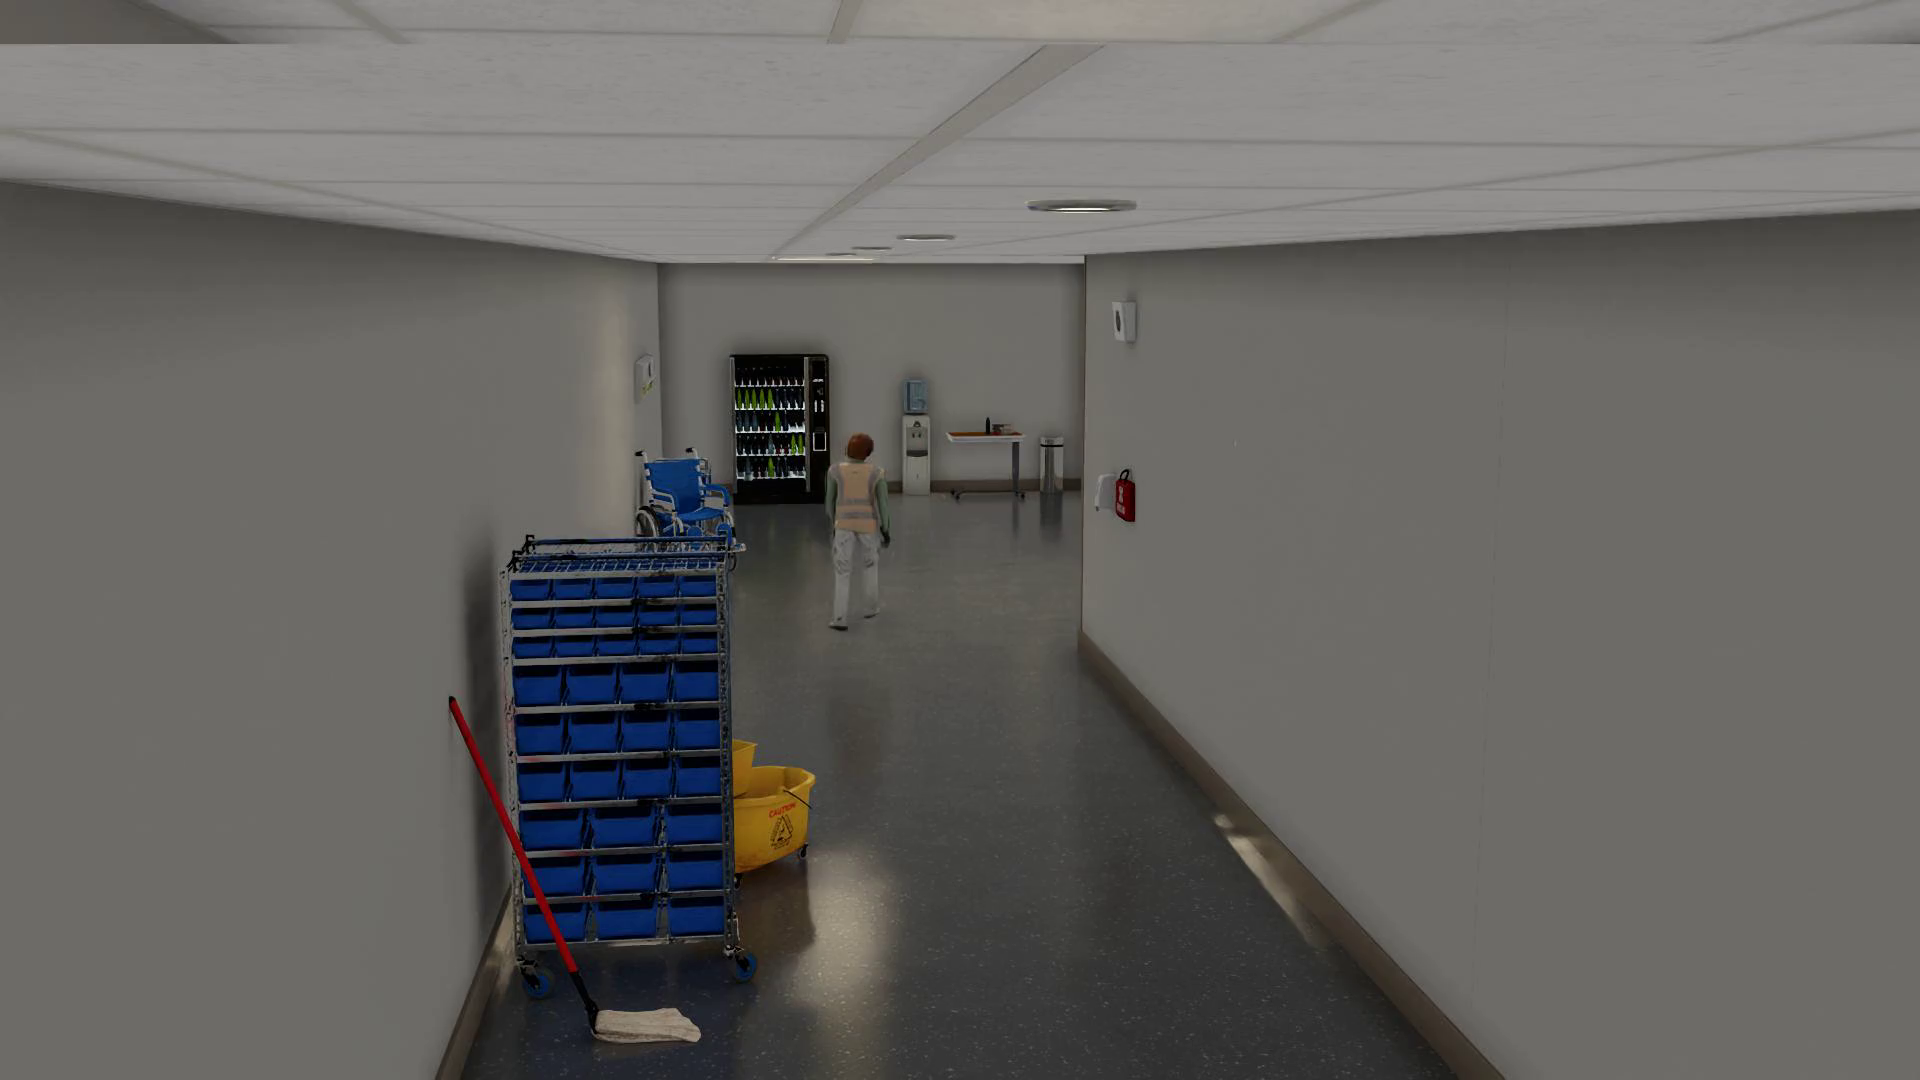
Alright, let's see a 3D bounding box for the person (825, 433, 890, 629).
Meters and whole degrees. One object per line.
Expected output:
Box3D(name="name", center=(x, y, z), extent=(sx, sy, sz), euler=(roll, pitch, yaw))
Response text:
Box3D(name="person", center=(-0.848, -0.083, 13.700), extent=(0.540, 1.576, 0.791), euler=(0, 9, -2))
